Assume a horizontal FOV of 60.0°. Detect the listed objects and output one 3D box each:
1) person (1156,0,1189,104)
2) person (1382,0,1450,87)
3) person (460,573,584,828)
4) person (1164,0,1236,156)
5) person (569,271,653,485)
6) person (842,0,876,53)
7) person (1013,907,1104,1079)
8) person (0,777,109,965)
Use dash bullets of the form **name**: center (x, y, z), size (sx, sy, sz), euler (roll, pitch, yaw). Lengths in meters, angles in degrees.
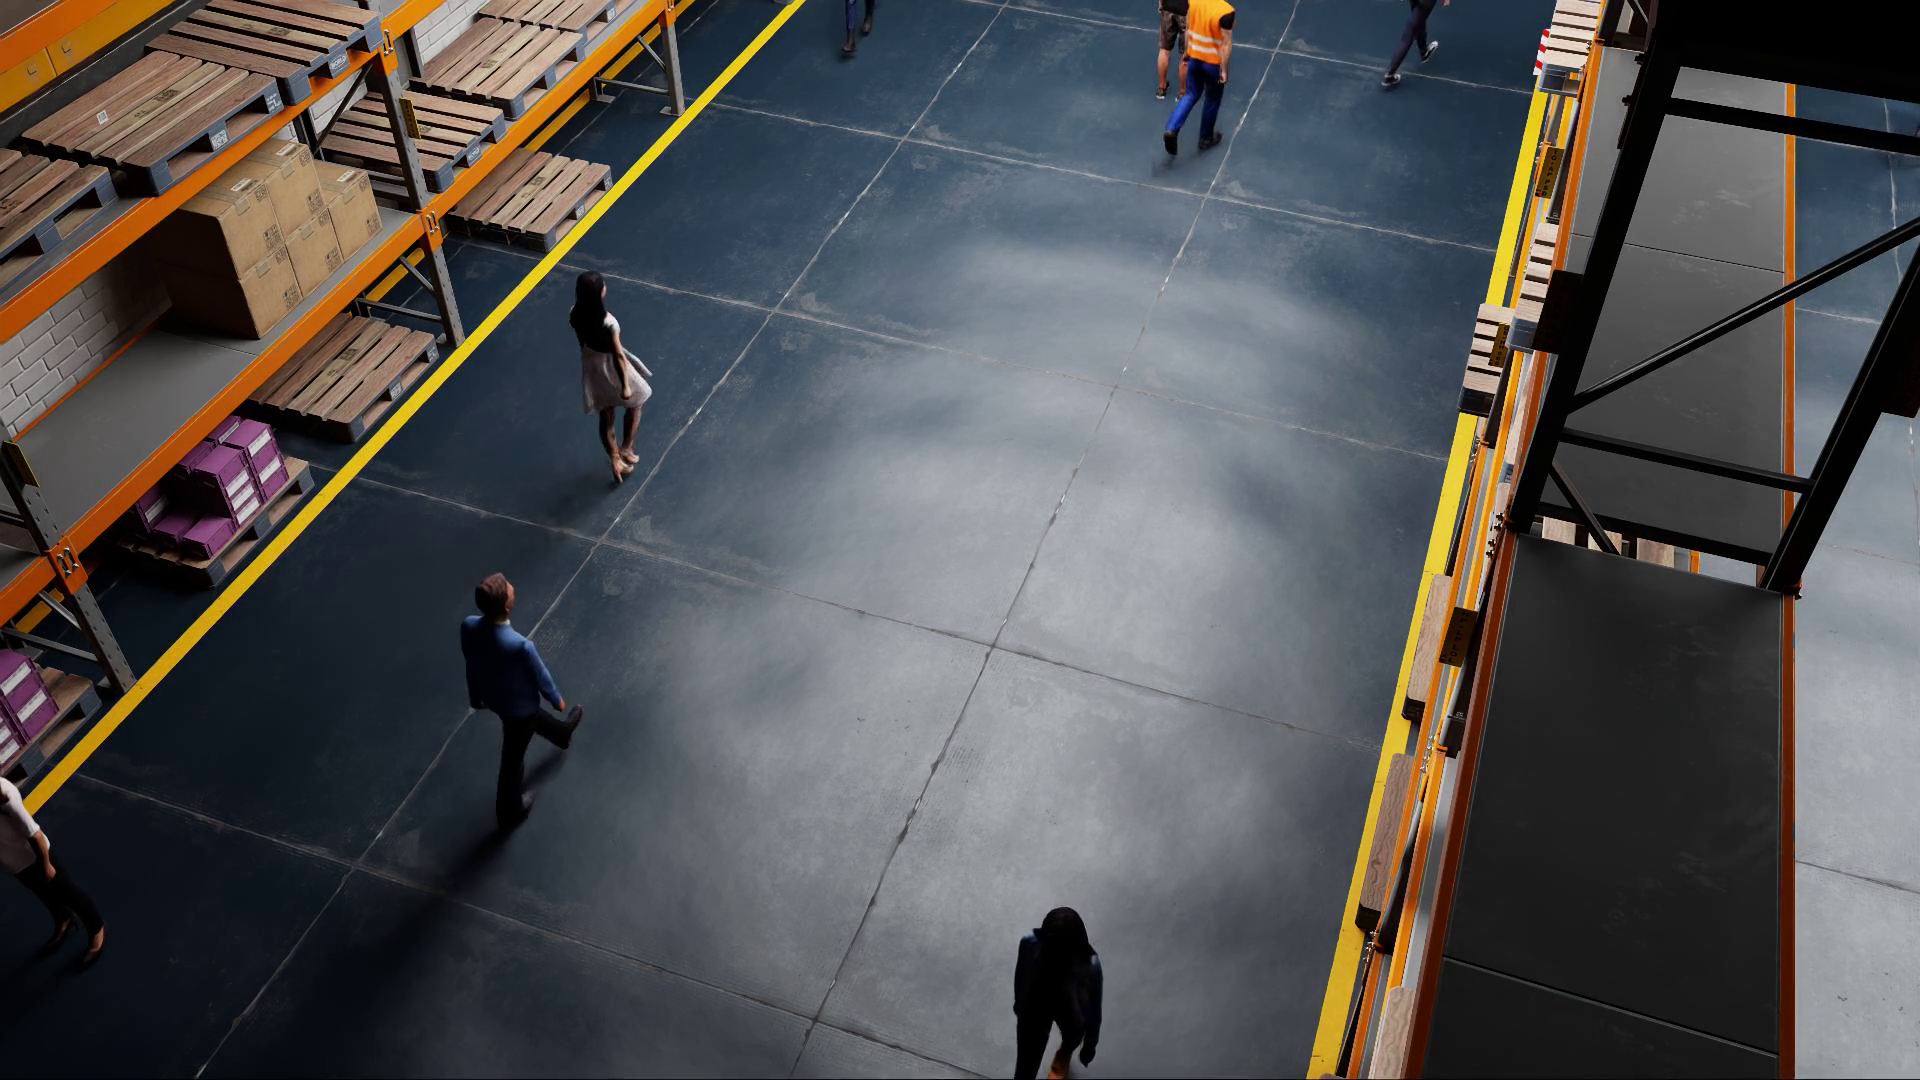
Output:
- **person**: center (2.124, -5.126, 16.041), size (0.711, 1.862, 0.631), euler (21, 47, 20)
- **person**: center (4.473, -5.261, 16.292), size (0.965, 1.710, 1.259), euler (34, 53, 31)
- **person**: center (-2.665, 0.985, 9.703), size (0.802, 1.755, 1.191), euler (21, 48, 21)
- **person**: center (2.209, -4.367, 15.241), size (0.928, 1.866, 1.138), euler (33, 53, 30)
- **person**: center (-2.571, -1.106, 11.893), size (0.676, 1.762, 0.772), euler (19, 47, 19)
- **person**: center (-0.995, -5.931, 17.013), size (0.710, 1.686, 1.182), euler (7, 44, 8)
- **person**: center (0.516, 2.309, 8.366), size (0.632, 1.682, 1.058), euler (13, 45, 13)
- **person**: center (-5.034, 1.674, 8.952), size (0.609, 1.794, 0.512), euler (15, 46, 15)
